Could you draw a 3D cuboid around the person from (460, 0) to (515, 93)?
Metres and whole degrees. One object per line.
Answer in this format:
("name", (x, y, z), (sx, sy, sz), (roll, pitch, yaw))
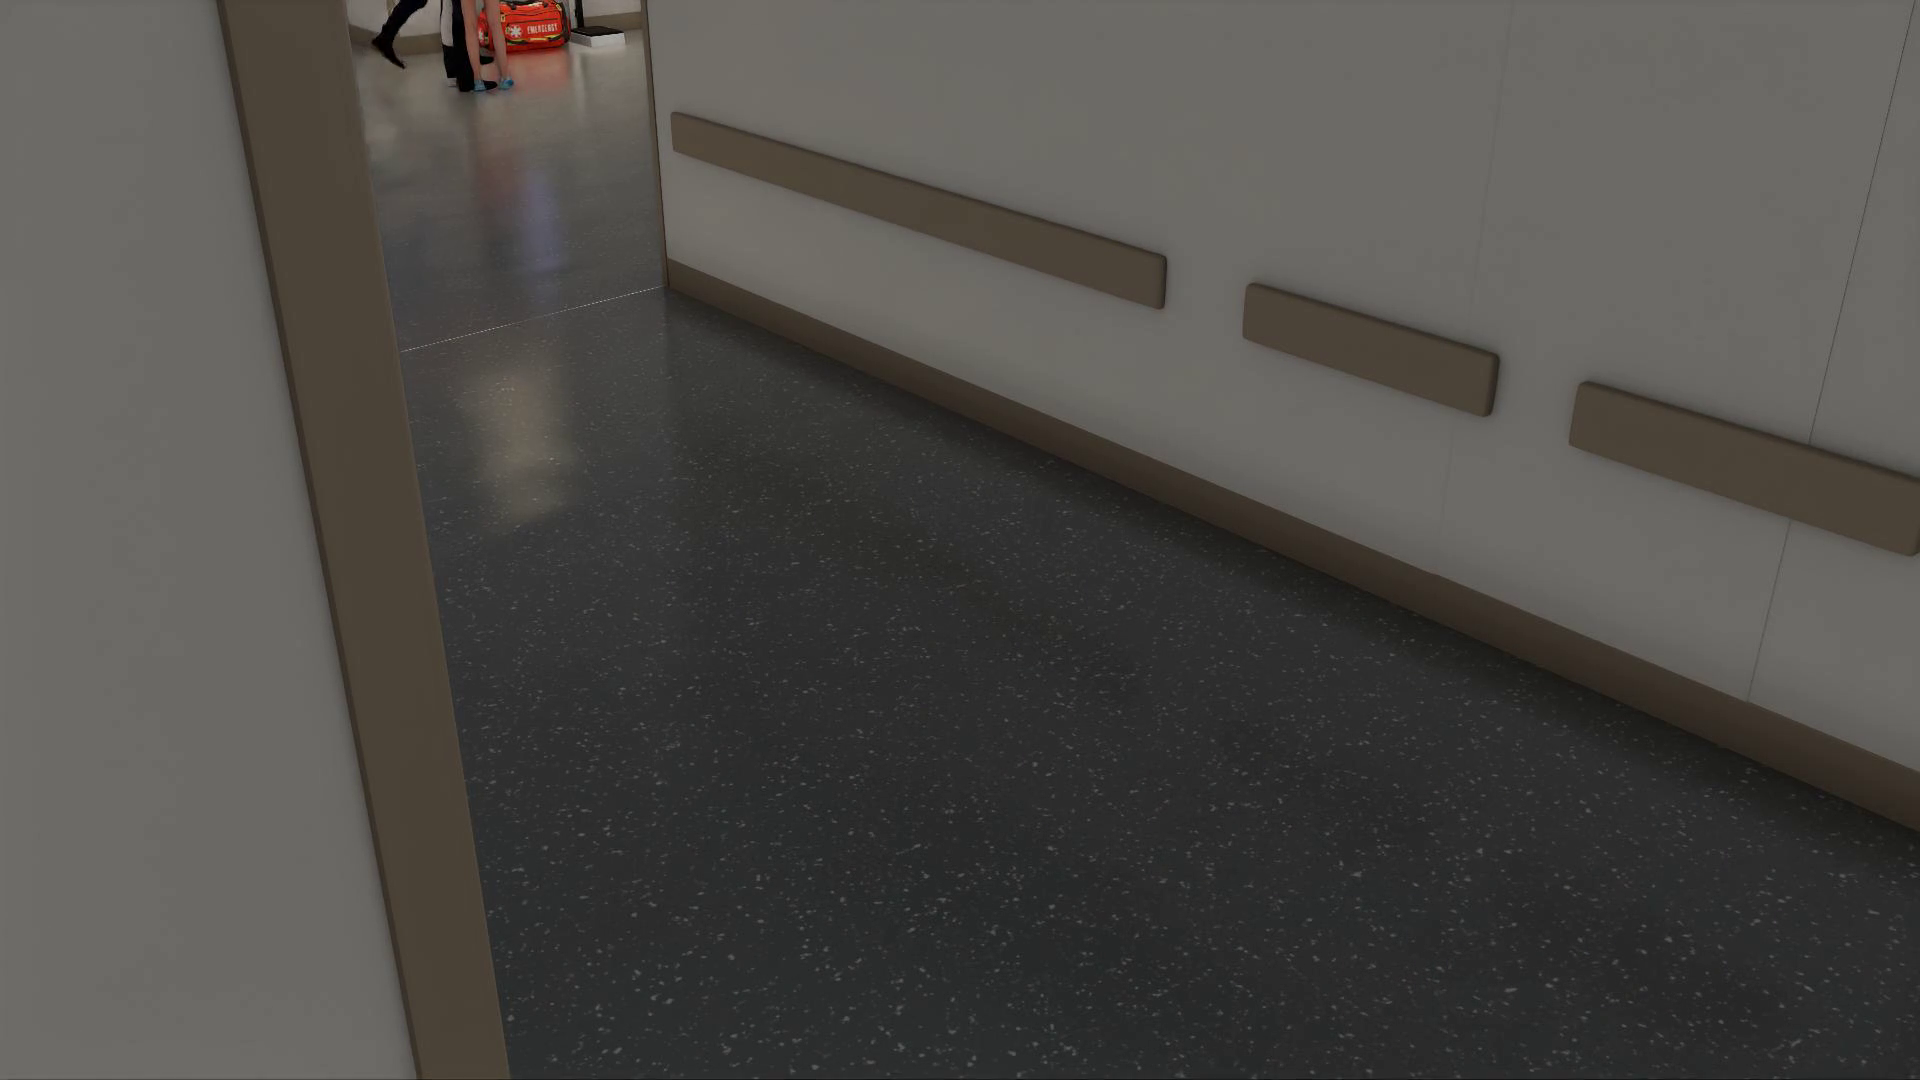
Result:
("person", (-3.706, -4.343, 12.697), (0.624, 1.764, 0.732), (-7, 27, -14))

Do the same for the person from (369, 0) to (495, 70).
("person", (-4.412, -4.731, 13.346), (1.271, 1.859, 0.921), (-8, 27, -17))

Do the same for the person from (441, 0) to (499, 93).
("person", (-3.888, -4.435, 12.742), (0.606, 1.890, 0.706), (-17, 30, -31))
